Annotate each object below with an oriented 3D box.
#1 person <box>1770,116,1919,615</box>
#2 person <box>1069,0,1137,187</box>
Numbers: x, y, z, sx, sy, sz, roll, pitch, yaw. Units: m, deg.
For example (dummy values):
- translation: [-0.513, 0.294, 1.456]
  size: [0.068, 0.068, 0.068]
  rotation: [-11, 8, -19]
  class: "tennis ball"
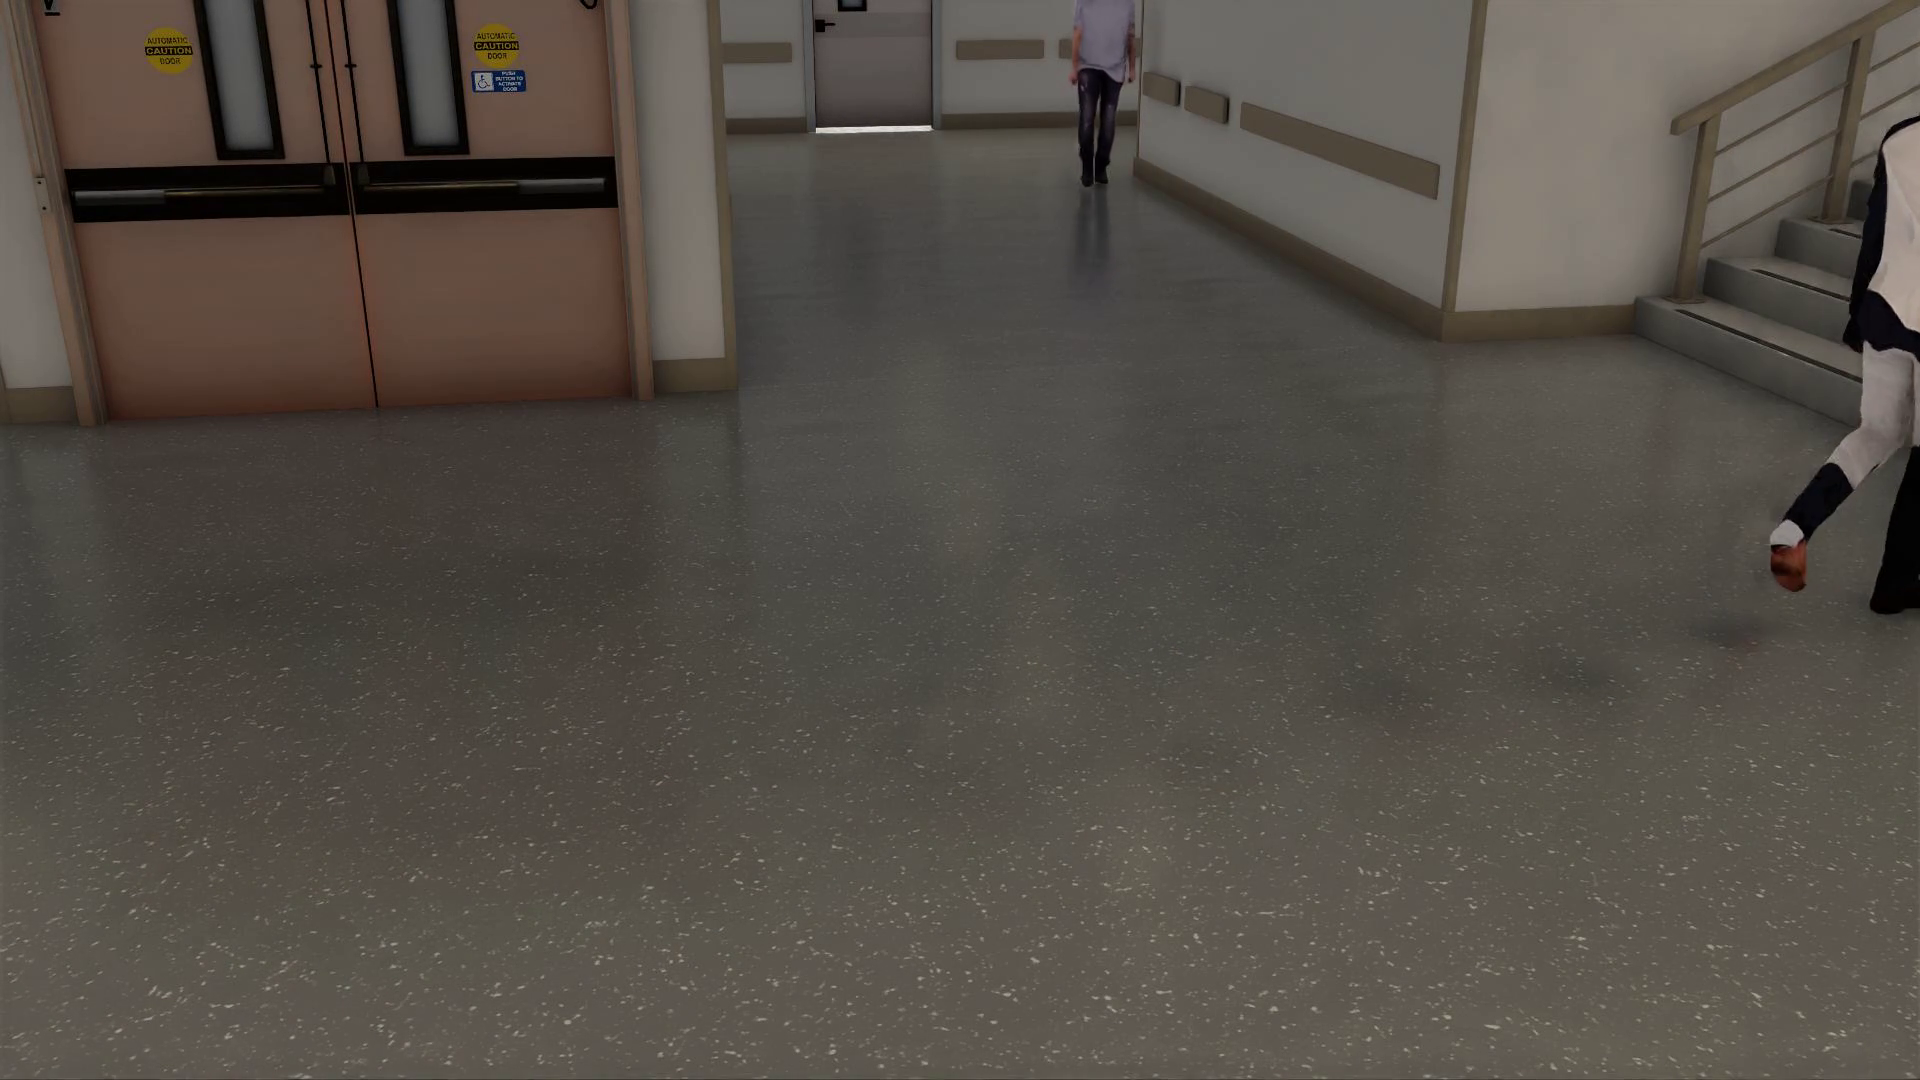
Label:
- translation: [2.924, -0.628, 5.137]
  size: [1.039, 1.877, 0.837]
  rotation: [-9, 22, -22]
  class: "person"
- translation: [1.166, -3.891, 13.834]
  size: [0.659, 1.819, 0.778]
  rotation: [-2, 21, -5]
  class: "person"
